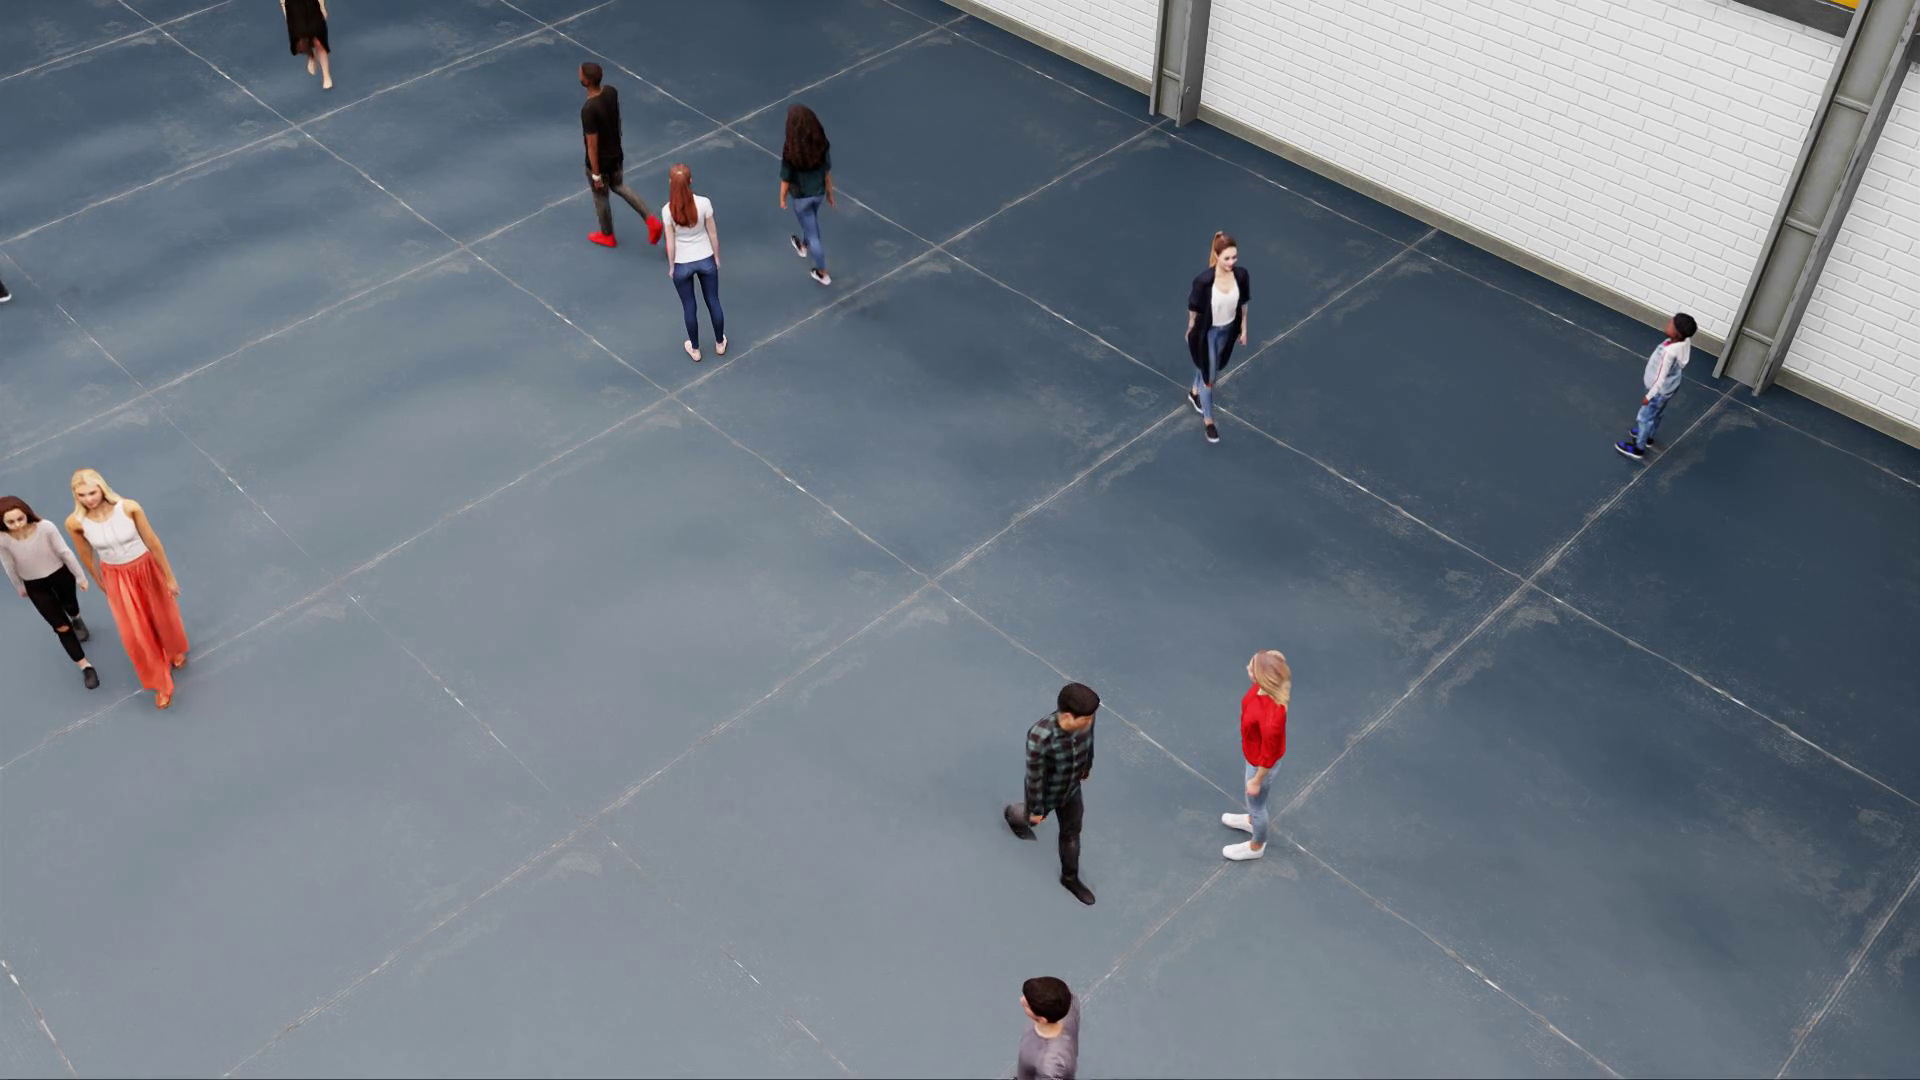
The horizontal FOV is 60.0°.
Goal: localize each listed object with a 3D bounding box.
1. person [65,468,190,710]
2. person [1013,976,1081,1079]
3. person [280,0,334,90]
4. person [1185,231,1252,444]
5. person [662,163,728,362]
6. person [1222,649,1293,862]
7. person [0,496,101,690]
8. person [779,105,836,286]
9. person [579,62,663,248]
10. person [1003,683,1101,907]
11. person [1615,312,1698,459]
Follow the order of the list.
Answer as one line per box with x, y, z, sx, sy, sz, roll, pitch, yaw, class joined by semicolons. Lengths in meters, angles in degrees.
-5.305;0.168;10.679;0.798;1.781;1.012;-20;47;-20;person
0.484;2.664;8.015;0.915;1.841;0.859;4;44;4;person
-6.524;-5.337;16.576;0.754;1.616;0.840;-10;45;-10;person
1.900;-1.647;12.671;0.858;1.661;1.008;-12;45;-12;person
-2.110;-2.190;13.185;0.647;1.739;0.660;-12;45;-13;person
1.736;1.243;9.605;0.720;1.705;0.691;5;44;5;person
-5.960;0.221;10.869;0.670;1.441;1.023;-25;49;-24;person
-1.236;-2.857;13.990;0.697;1.593;0.967;-26;49;-25;person
-2.962;-3.260;14.270;1.089;1.789;0.846;19;47;19;person
0.498;1.346;9.619;0.836;1.675;1.111;-23;48;-23;person
5.253;-1.173;12.463;0.477;1.261;0.474;34;53;31;person
